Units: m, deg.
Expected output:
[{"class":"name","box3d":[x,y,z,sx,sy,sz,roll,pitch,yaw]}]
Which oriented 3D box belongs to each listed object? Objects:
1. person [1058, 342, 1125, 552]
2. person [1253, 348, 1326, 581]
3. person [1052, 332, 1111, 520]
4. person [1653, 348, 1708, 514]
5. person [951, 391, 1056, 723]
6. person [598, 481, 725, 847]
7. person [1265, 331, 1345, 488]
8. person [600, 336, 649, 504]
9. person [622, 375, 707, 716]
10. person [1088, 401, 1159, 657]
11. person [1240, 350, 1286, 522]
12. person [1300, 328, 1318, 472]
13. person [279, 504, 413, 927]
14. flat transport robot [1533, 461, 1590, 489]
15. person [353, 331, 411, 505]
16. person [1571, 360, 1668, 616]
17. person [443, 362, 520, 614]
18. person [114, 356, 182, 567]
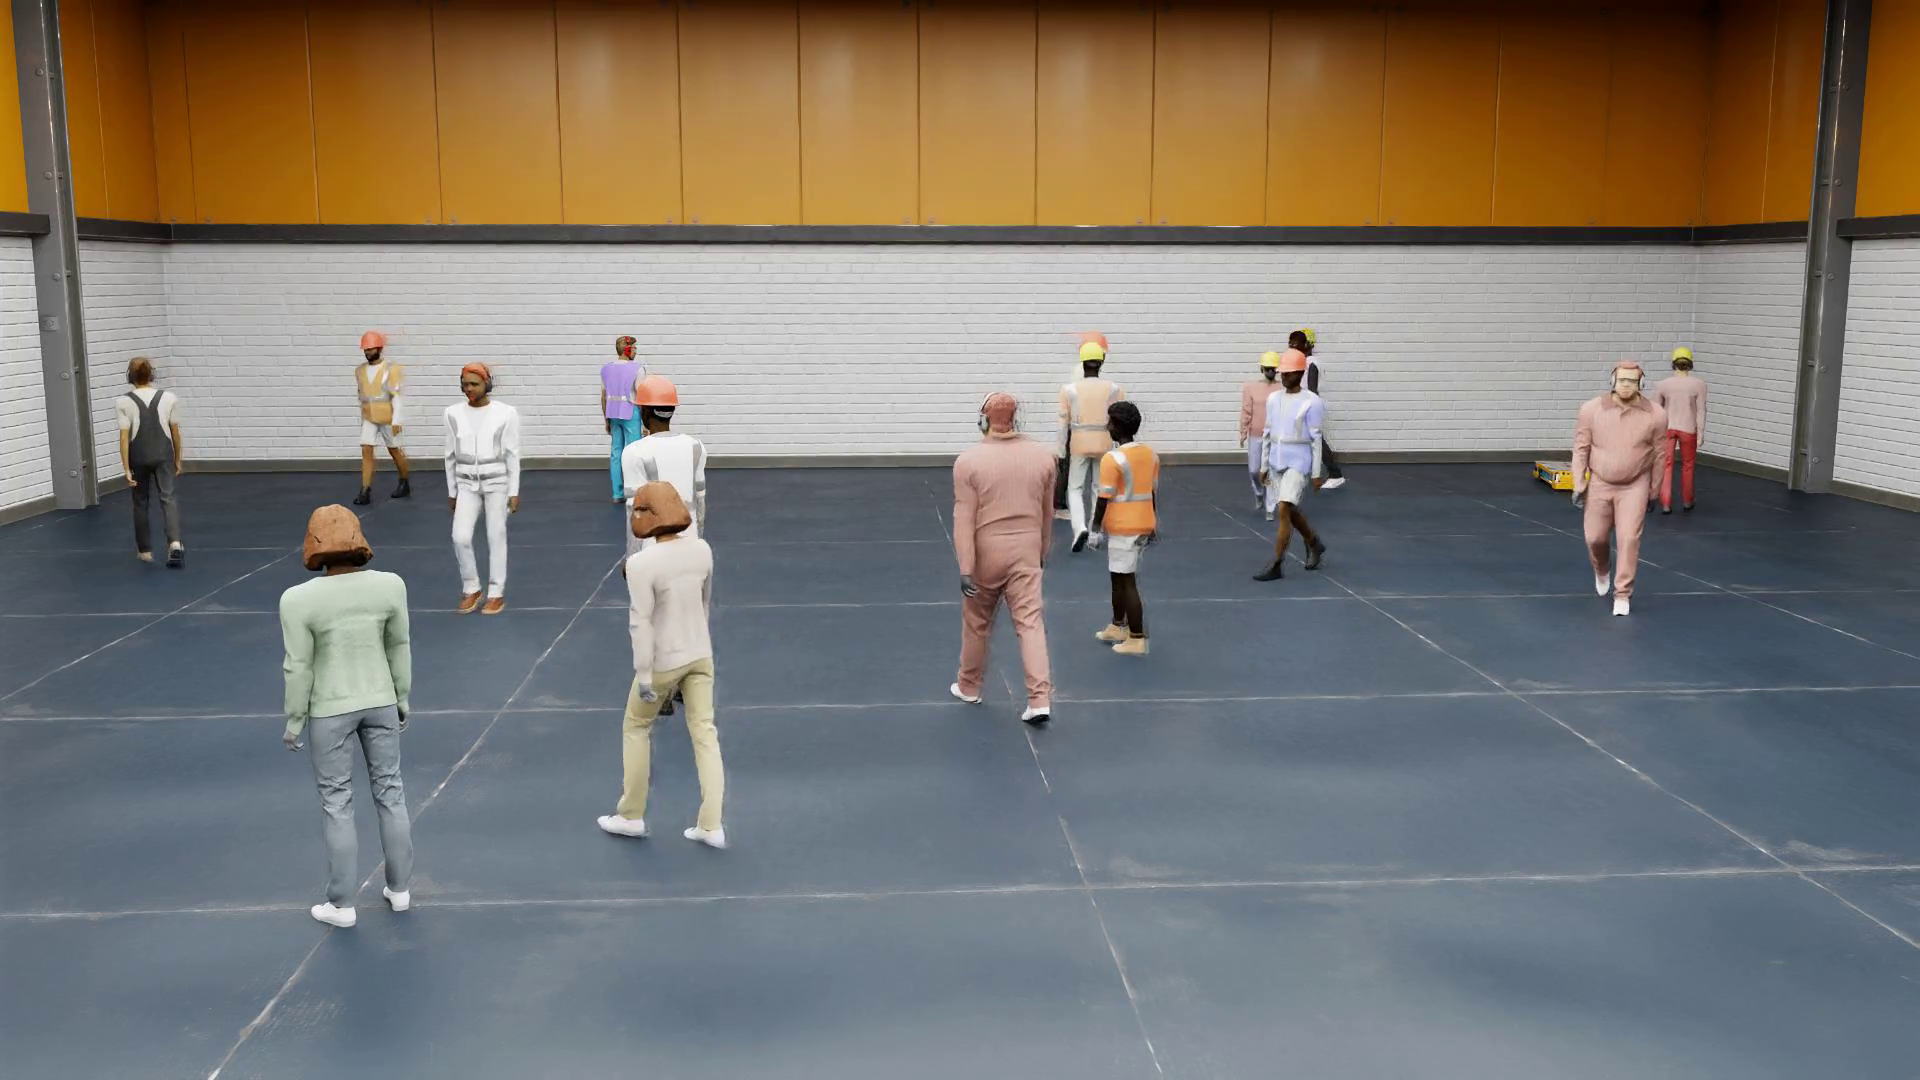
[{"class":"person","box3d":[1.176,-0.819,14.898,0.605,1.911,0.688,0,9,-1]},{"class":"person","box3d":[2.781,-0.640,13.795,0.927,1.908,0.549,-7,11,-37]},{"class":"person","box3d":[1.313,-1.122,16.753,0.997,1.926,0.620,7,11,37]},{"class":"person","box3d":[7.568,-1.149,17.510,0.548,1.728,0.743,5,11,31]},{"class":"person","box3d":[0.254,0.088,9.407,0.648,1.859,1.006,-3,10,-20]},{"class":"person","box3d":[-1.317,0.540,7.339,0.719,1.609,0.520,8,12,40]},{"class":"person","box3d":[4.037,-1.500,19.383,1.023,1.868,0.643,-3,10,-20]},{"class":"person","box3d":[-3.650,-1.292,18.095,0.565,1.841,0.395,4,10,25]},{"class":"person","box3d":[-1.697,0.030,9.489,0.375,1.939,0.546,9,13,44]},{"class":"person","box3d":[1.024,-0.080,10.993,0.652,1.674,0.549,8,12,39]},{"class":"person","box3d":[3.168,-1.092,17.142,0.531,1.742,0.711,3,9,17]},{"class":"person","box3d":[4.368,-1.784,21.238,0.404,1.825,0.587,-2,9,-12]},{"class":"person","box3d":[-2.357,0.671,6.421,0.499,1.633,0.279,-8,12,-42]},{"class":"flat transport robot","box3d":[7.285,-0.777,19.774,0.652,0.197,1.431,1,9,9]},{"class":"person","box3d":[-6.408,-1.362,18.402,0.560,1.892,0.985,2,9,11]},{"class":"person","box3d":[4.922,-0.411,12.439,0.645,1.883,0.720,4,10,25]},{"class":"person","box3d":[-3.509,-0.363,12.199,0.579,1.870,0.496,0,9,0]},{"class":"person","box3d":[-6.947,-0.672,14.302,0.512,1.818,0.899,-6,11,-33]}]
